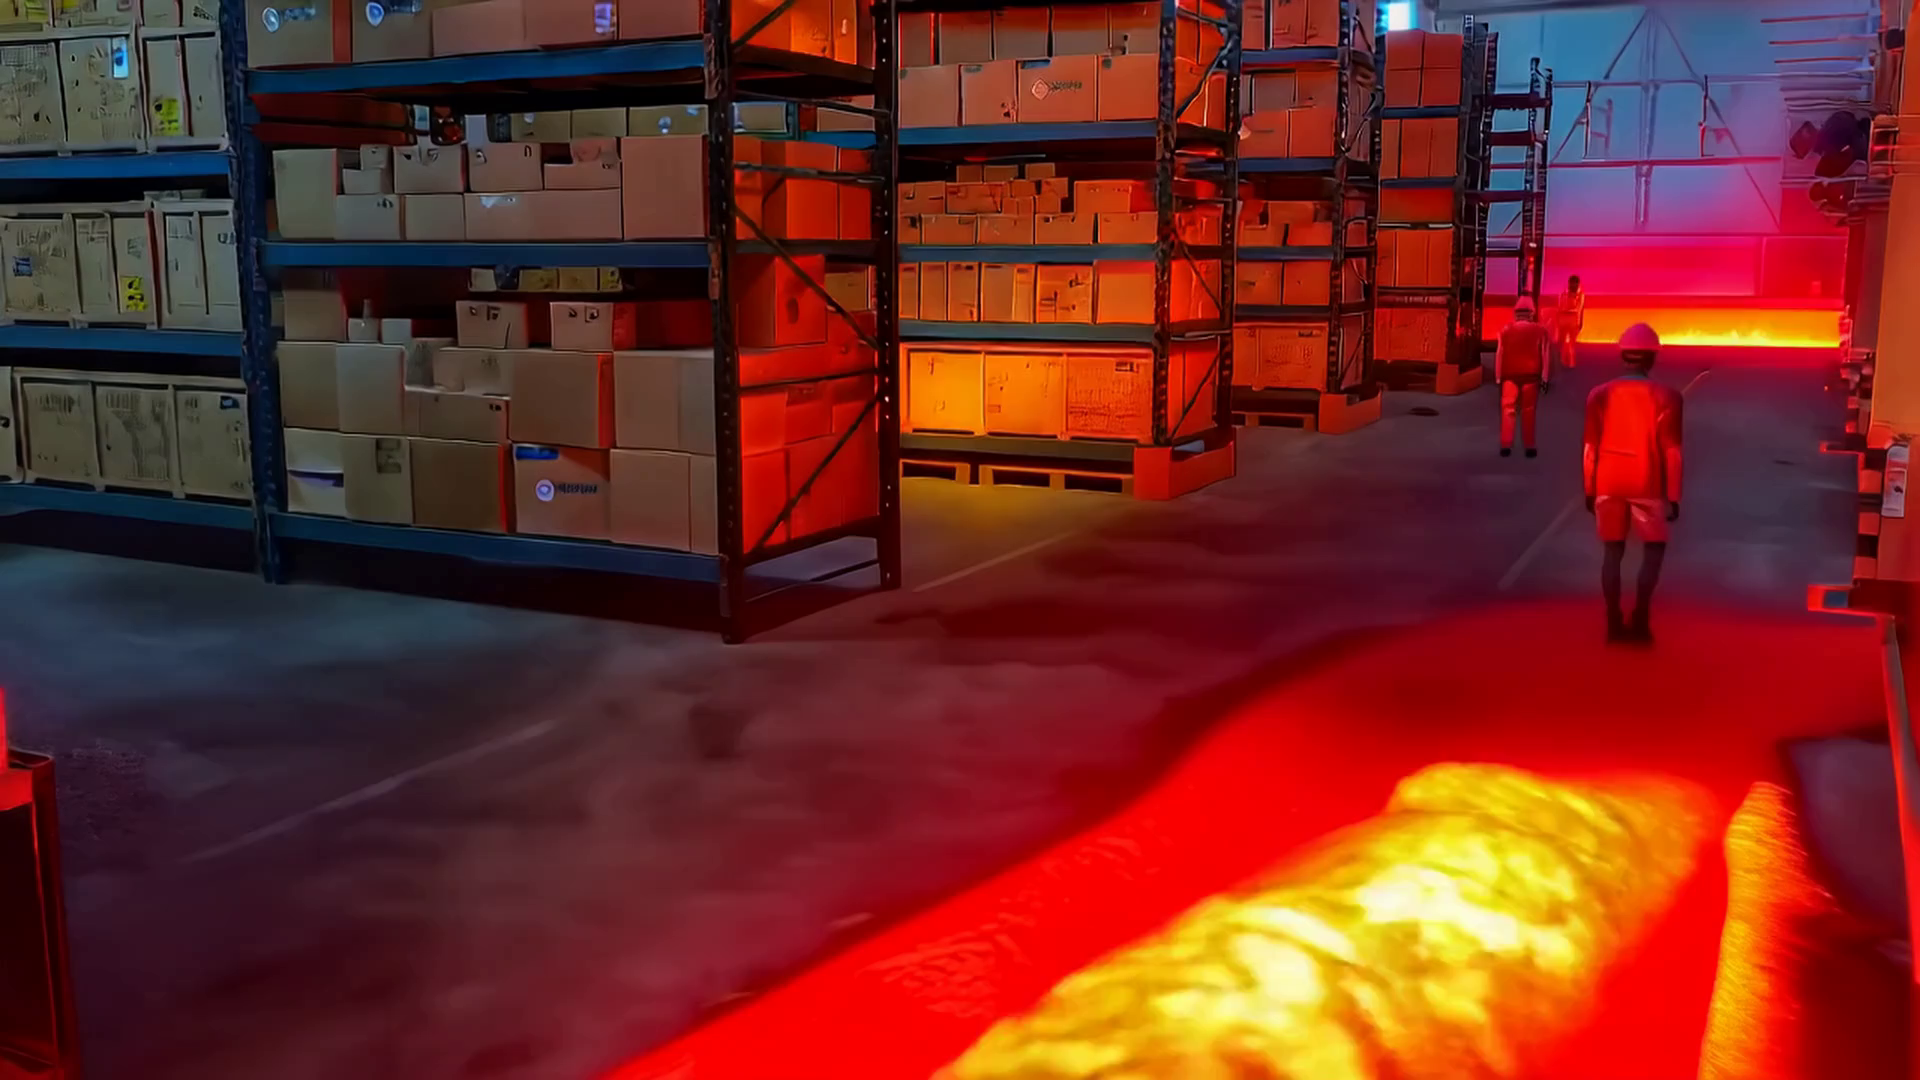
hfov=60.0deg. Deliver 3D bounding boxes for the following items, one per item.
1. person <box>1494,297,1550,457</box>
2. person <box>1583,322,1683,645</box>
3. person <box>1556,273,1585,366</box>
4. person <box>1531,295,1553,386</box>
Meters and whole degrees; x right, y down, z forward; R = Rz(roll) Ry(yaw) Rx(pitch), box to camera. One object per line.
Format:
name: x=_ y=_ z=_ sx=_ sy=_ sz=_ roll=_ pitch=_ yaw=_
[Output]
person: x=6.433 y=-1.862 z=19.053 sx=0.603 sy=1.830 sz=0.404 roll=3 pitch=10 yaw=19
person: x=3.972 y=-0.322 z=9.843 sx=0.565 sy=1.929 sz=0.383 roll=7 pitch=12 yaw=36
person: x=12.637 y=-4.568 z=34.483 sx=0.565 sy=1.915 sz=0.779 roll=3 pitch=10 yaw=14
person: x=9.761 y=-3.337 z=28.185 sx=0.537 sy=1.625 sz=0.378 roll=7 pitch=12 yaw=36
